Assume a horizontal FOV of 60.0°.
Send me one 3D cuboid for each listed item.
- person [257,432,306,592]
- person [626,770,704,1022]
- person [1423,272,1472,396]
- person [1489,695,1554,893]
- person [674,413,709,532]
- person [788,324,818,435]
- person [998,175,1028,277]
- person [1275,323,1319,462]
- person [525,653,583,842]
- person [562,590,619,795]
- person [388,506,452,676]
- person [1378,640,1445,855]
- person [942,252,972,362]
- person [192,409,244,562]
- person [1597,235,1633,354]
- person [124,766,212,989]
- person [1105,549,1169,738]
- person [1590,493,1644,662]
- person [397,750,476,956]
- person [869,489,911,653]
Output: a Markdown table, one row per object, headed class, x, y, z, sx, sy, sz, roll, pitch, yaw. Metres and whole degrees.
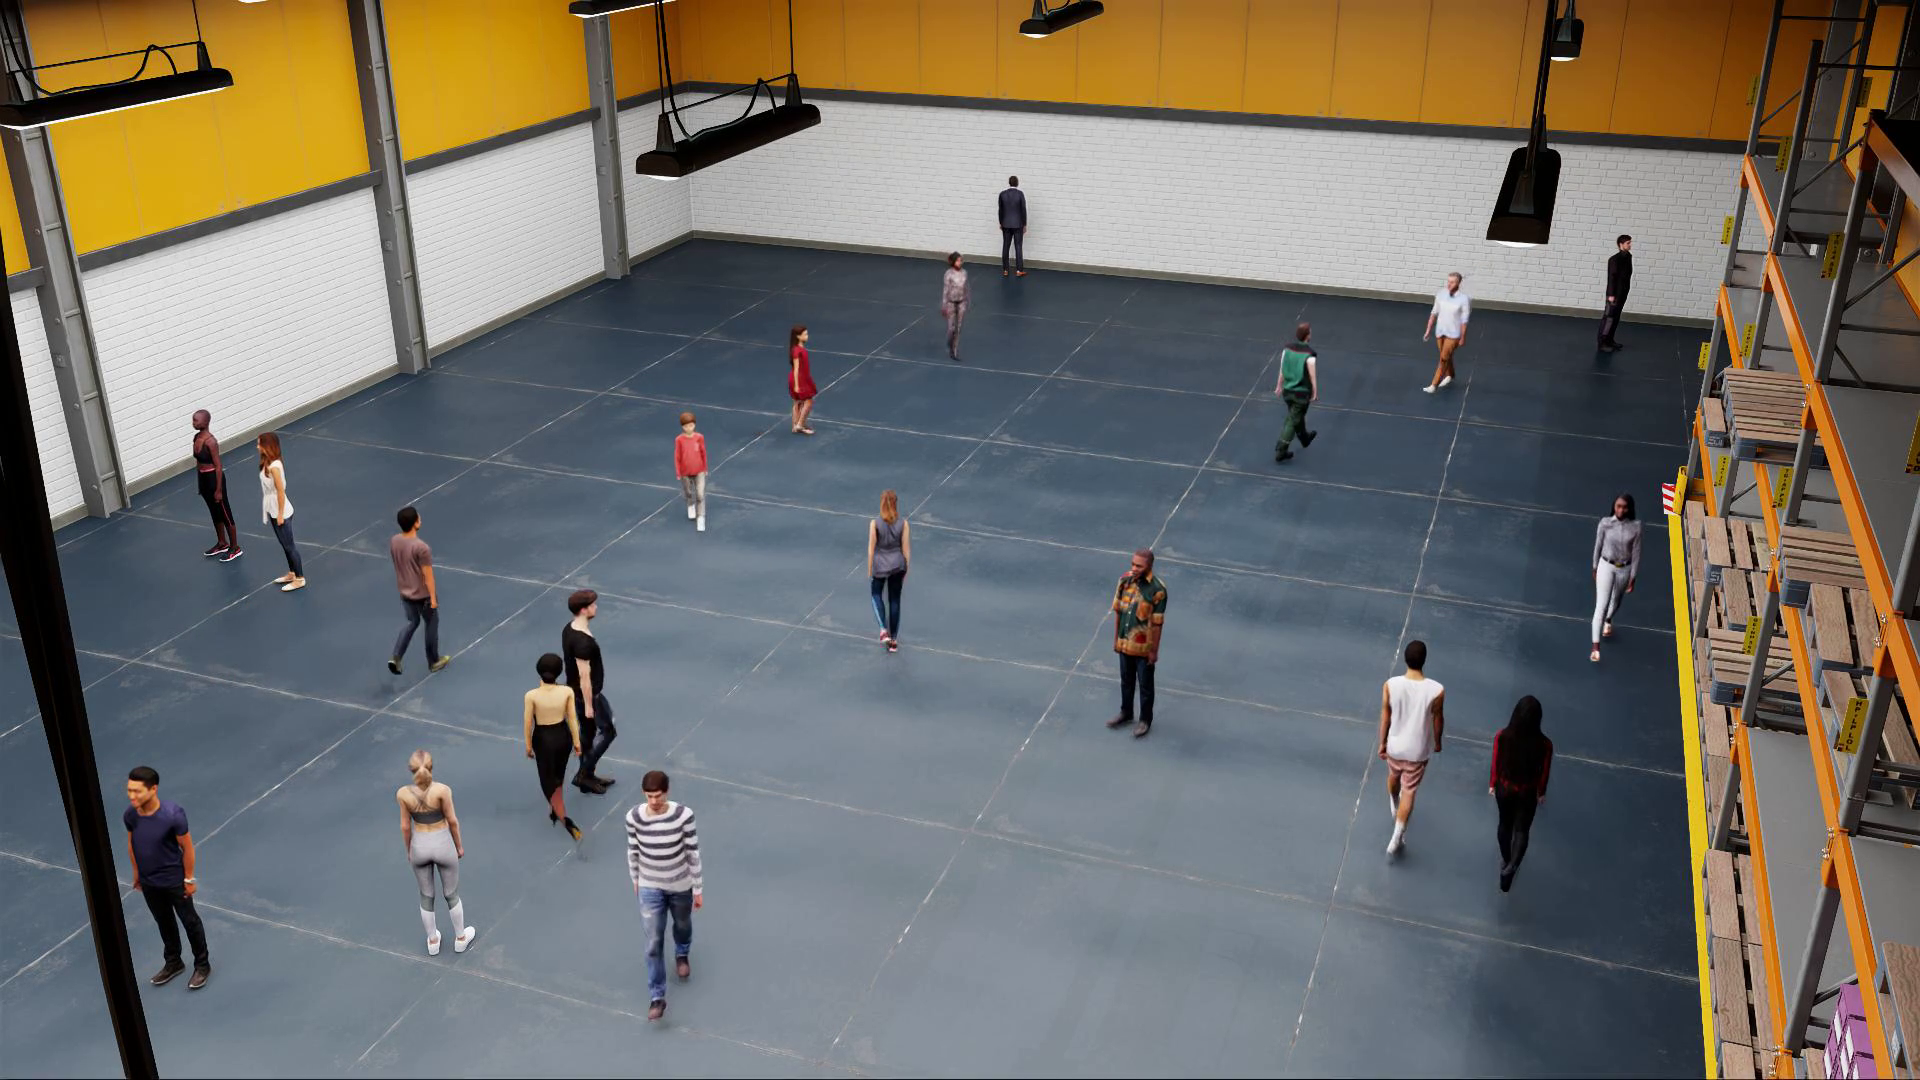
| class | x | y | z | sx | sy | sz | roll | pitch | yaw |
| --- | --- | --- | --- | --- | --- | --- | --- | --- | --- |
| person | -7.370 | -0.320 | 18.037 | 0.720 | 1.785 | 0.686 | -14 | 27 | -29 |
| person | -2.074 | 2.383 | 11.817 | 0.975 | 1.815 | 1.200 | -3 | 24 | -6 |
| person | 7.151 | -3.019 | 24.220 | 1.281 | 1.778 | 1.076 | -18 | 30 | -36 |
| person | 4.326 | 2.000 | 12.915 | 0.587 | 1.637 | 0.892 | 8 | 25 | 18 |
| person | -3.191 | -0.848 | 19.747 | 0.840 | 1.382 | 1.022 | -4 | 24 | -10 |
| person | -2.248 | -2.174 | 22.578 | 0.711 | 1.544 | 0.661 | 1 | 24 | 2 |
| person | 0.967 | -5.756 | 30.425 | 0.692 | 1.824 | 0.612 | 10 | 25 | 21 |
| person | 4.336 | -1.888 | 21.624 | 1.243 | 1.786 | 1.038 | -19 | 30 | -36 |
| person | -3.288 | 1.737 | 13.536 | 0.958 | 1.622 | 1.024 | -11 | 26 | -24 |
| person | -3.270 | 1.326 | 14.152 | 0.860 | 1.881 | 0.805 | -11 | 26 | -24 |
| person | -5.331 | 0.535 | 16.113 | 0.670 | 1.759 | 0.923 | 10 | 26 | 22 |
| person | 3.617 | 1.706 | 13.449 | 0.725 | 1.747 | 1.165 | 11 | 26 | 24 |
| person | -0.099 | -3.616 | 25.676 | 0.731 | 1.706 | 0.792 | -11 | 26 | -23 |
| person | -8.435 | -0.643 | 18.810 | 0.629 | 1.758 | 0.607 | 16 | 28 | 31 |
| person | 10.310 | -3.888 | 26.133 | 0.852 | 1.839 | 0.677 | 21 | 31 | 39 |
| person | -5.657 | 2.380 | 11.850 | 0.683 | 1.793 | 0.581 | 4 | 24 | 9 |
| person | 1.635 | 0.911 | 15.193 | 0.790 | 1.808 | 0.787 | 19 | 30 | 37 |
| person | 6.591 | 0.321 | 16.716 | 0.587 | 1.669 | 1.207 | 8 | 25 | 18 |
| person | -3.863 | 2.282 | 12.191 | 0.647 | 1.700 | 0.672 | -2 | 24 | -6 |
| person | -0.704 | 0.340 | 16.617 | 0.711 | 1.714 | 0.759 | -4 | 24 | -10 |
